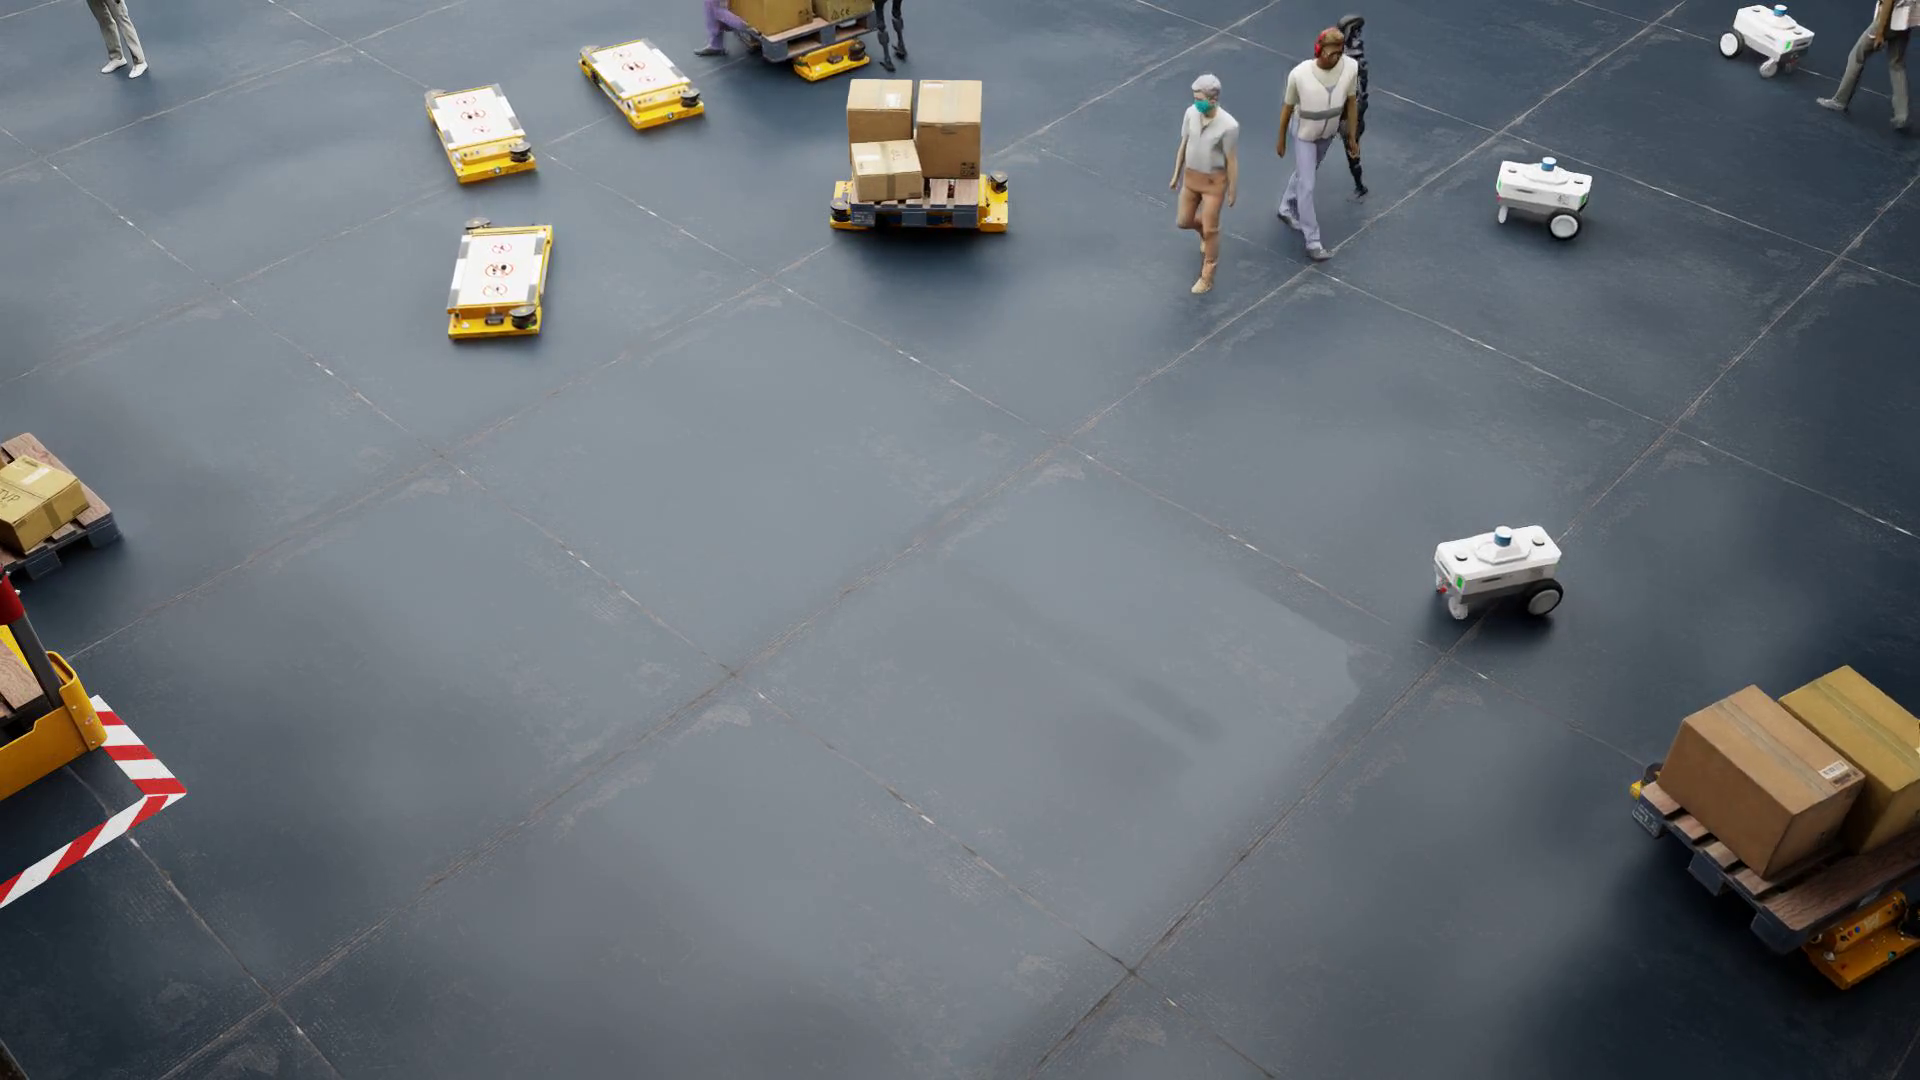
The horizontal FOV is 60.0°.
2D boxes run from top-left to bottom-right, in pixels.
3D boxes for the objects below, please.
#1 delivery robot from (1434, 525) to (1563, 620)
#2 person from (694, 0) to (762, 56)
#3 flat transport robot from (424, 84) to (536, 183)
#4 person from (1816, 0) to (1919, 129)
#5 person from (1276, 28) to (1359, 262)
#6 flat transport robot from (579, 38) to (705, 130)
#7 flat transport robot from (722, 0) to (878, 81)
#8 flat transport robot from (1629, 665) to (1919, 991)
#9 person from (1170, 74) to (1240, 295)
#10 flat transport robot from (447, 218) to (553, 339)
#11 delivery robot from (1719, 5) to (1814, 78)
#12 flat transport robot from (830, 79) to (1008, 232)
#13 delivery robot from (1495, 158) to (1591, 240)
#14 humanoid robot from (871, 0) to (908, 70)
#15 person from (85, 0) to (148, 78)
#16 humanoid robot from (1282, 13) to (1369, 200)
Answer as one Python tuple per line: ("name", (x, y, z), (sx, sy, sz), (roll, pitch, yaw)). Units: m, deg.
("delivery robot", (3.282, 0.165, 10.143), (0.785, 0.614, 0.523), (-10, 43, -11))
("person", (-2.183, -5.238, 15.193), (0.642, 1.814, 0.573), (1, 42, 1))
("flat transport robot", (-4.199, -3.571, 14.496), (0.659, 0.231, 1.431), (-17, 45, -18))
("person", (8.103, -4.428, 14.316), (0.590, 1.795, 0.804), (-19, 46, -20))
("person", (2.780, -3.049, 12.778), (0.566, 1.793, 0.961), (-17, 45, -18))
("flat transport robot", (-2.926, -4.192, 15.185), (0.659, 0.231, 1.431), (-21, 46, -22))
("flat transport robot", (-1.529, -4.788, 15.848), (0.659, 0.231, 1.431), (-26, 48, -26))
("flat transport robot", (4.284, 1.640, 8.704), (0.659, 0.231, 1.431), (-20, 46, -21))
("person", (1.879, -2.721, 12.464), (0.549, 1.720, 0.515), (29, 49, 28))
("flat transport robot", (-3.523, -2.028, 12.781), (0.659, 0.231, 1.431), (-4, 42, -4))
("delivery robot", (7.558, -4.707, 15.537), (0.503, 0.585, 0.757), (-17, 45, -18))
("flat transport robot", (-0.326, -2.778, 13.614), (1.431, 0.231, 0.659), (1, 42, 1))
("delivery robot", (4.716, -2.794, 13.420), (0.769, 0.598, 0.517), (14, 44, 15))
("humanoid robot", (-0.688, -5.140, 15.186), (0.610, 1.654, 0.386), (-17, 45, -18))
("person", (-7.799, -5.010, 15.064), (0.521, 1.645, 0.304), (14, 44, 15))
("humanoid robot", (3.065, -3.440, 13.330), (0.742, 1.629, 0.599), (-18, 45, -19))
